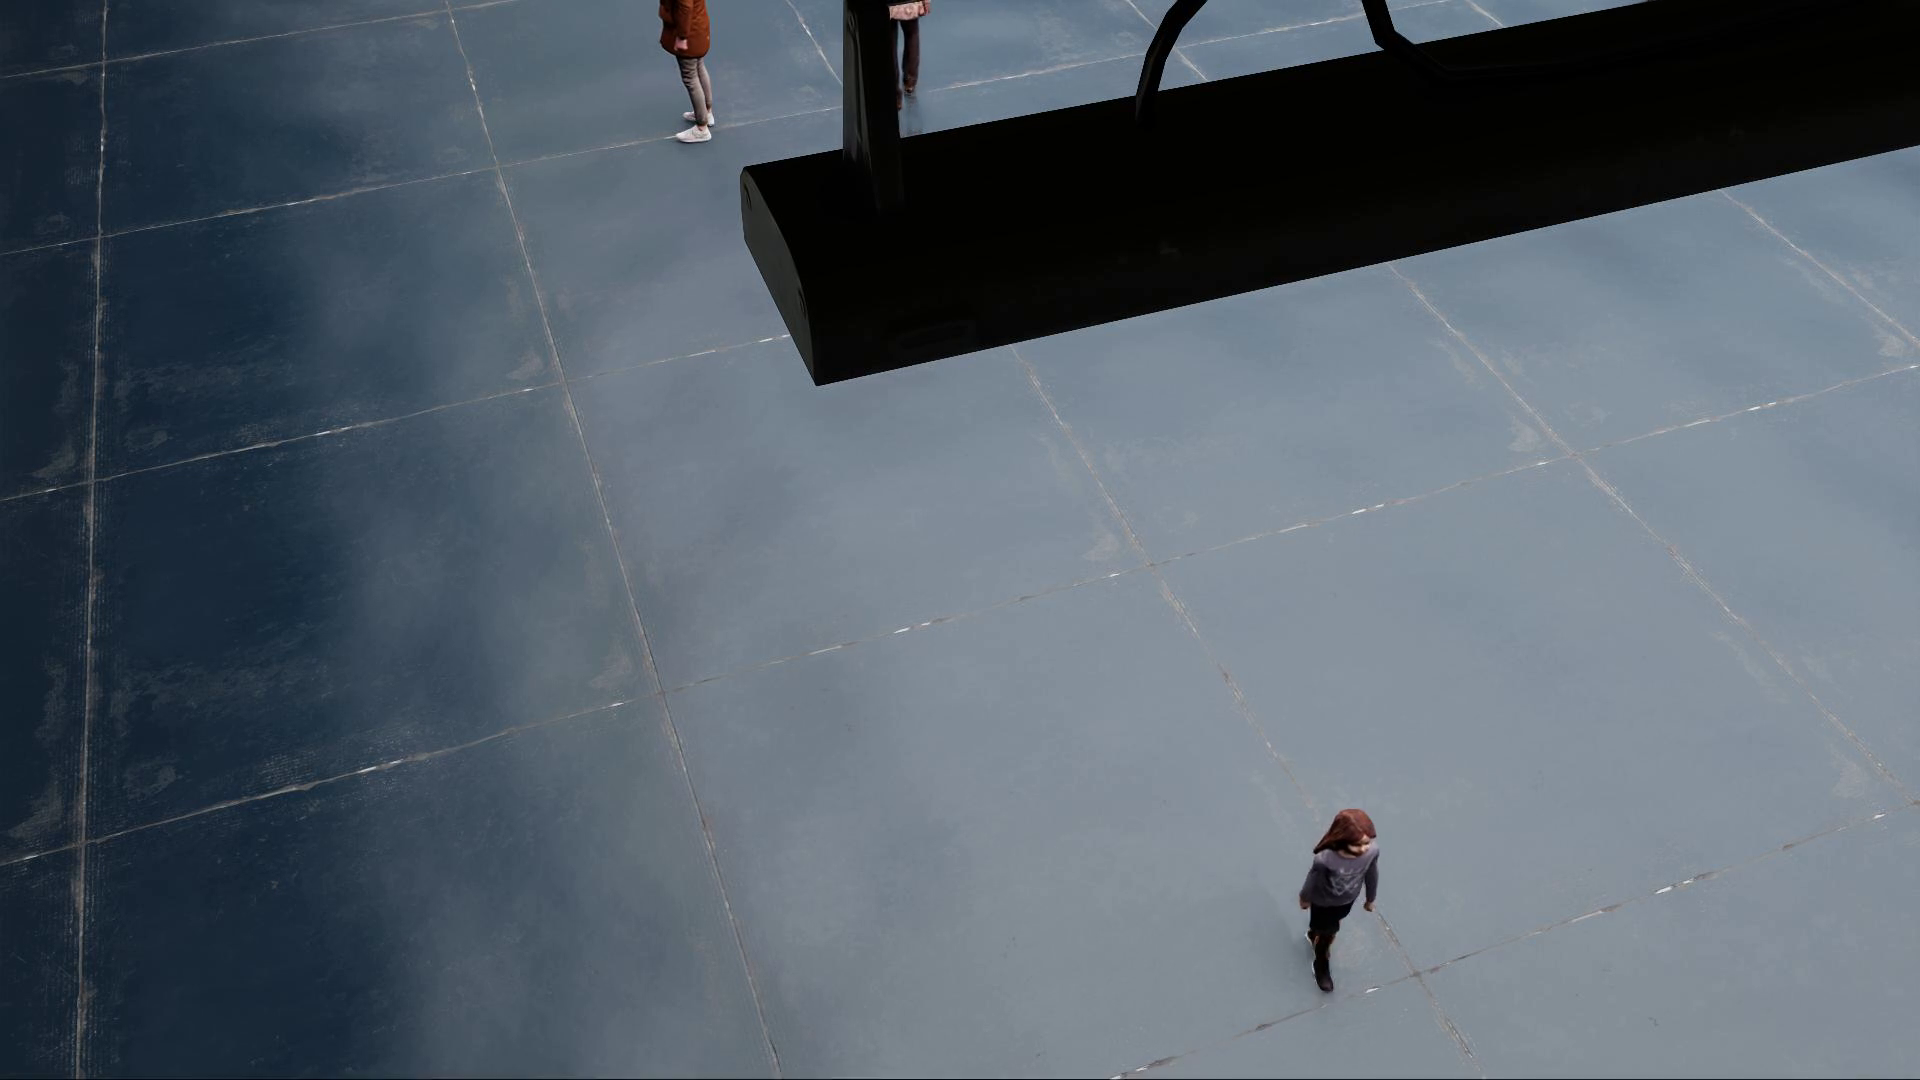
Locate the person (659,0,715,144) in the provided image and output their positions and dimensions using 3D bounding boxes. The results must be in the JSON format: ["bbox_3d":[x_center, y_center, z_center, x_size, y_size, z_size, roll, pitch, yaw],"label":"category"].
[{"bbox_3d":[-2.144,-4.056,13.149,0.891,1.838,0.797,3,43,4],"label":"person"}]

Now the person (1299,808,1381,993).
[{"bbox_3d":[1.716,1.567,7.671,0.497,1.095,0.570,-12,44,-12],"label":"person"}]
